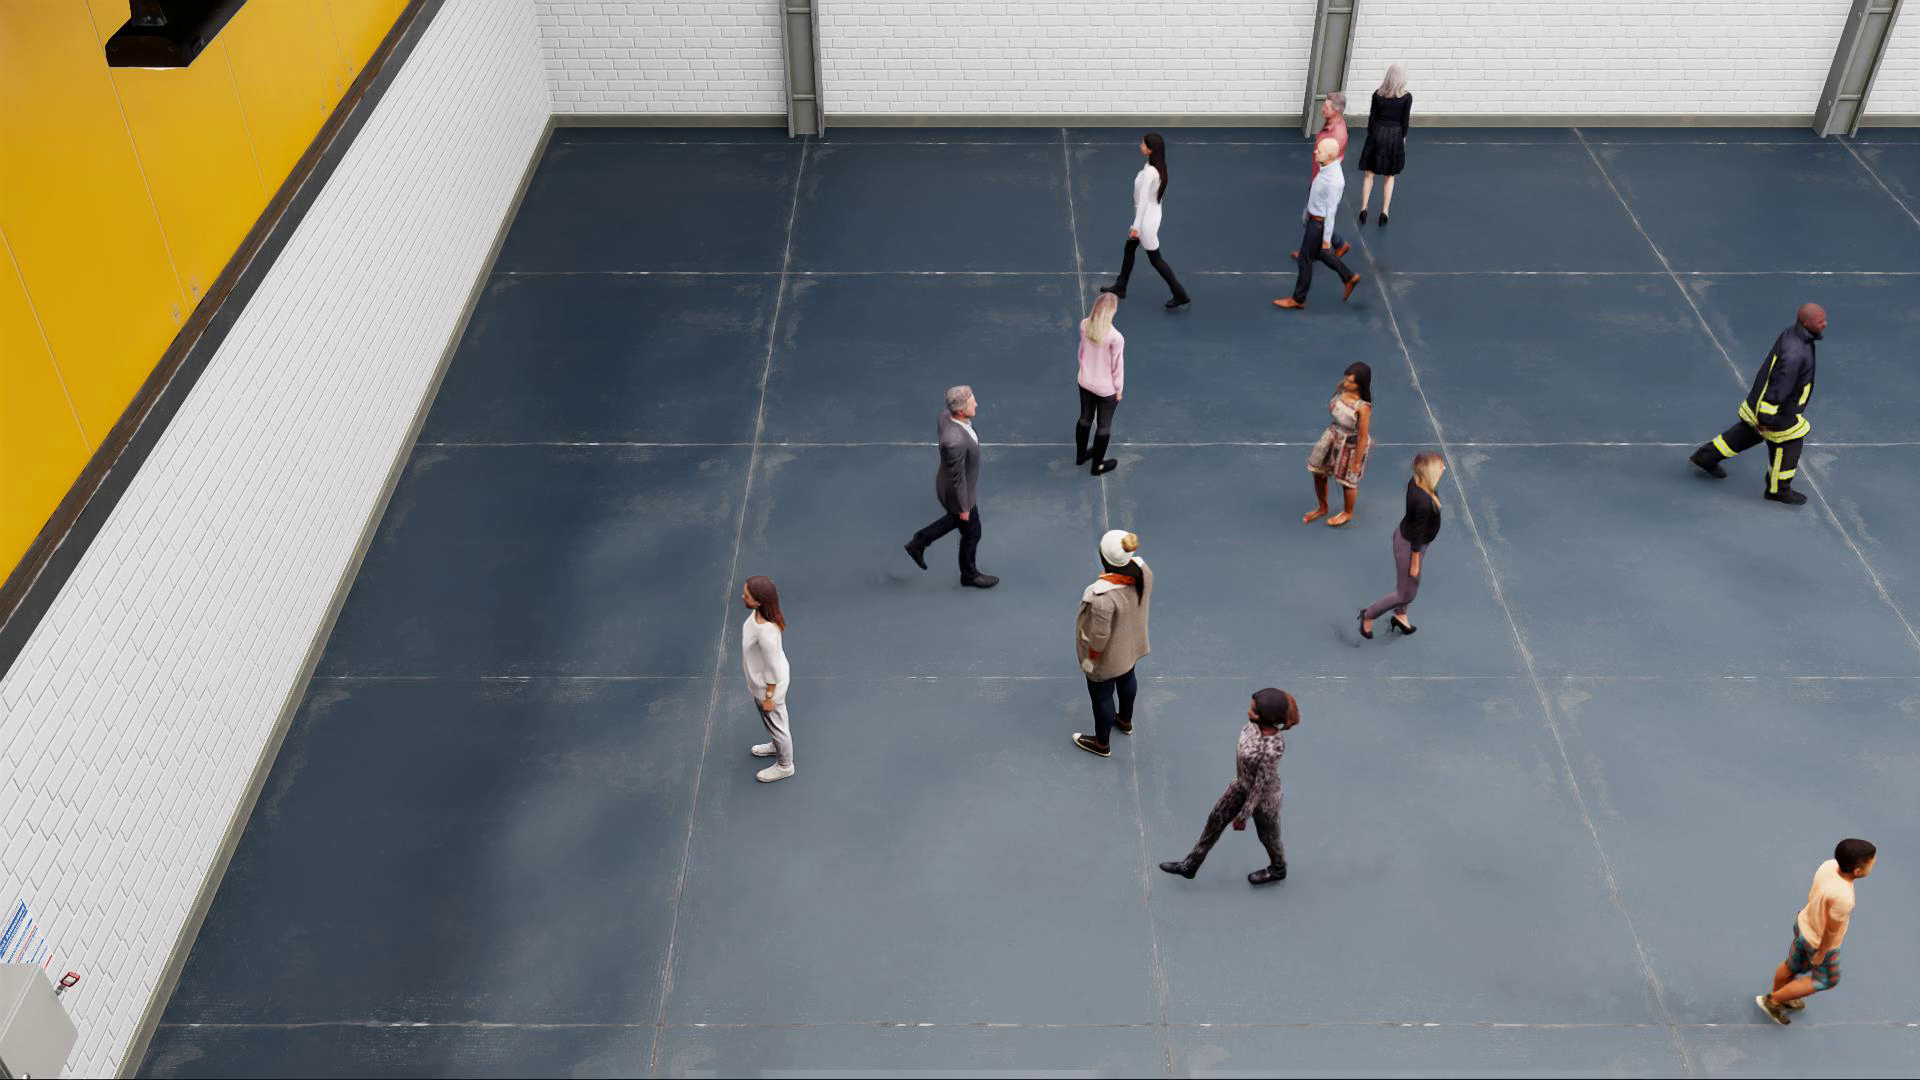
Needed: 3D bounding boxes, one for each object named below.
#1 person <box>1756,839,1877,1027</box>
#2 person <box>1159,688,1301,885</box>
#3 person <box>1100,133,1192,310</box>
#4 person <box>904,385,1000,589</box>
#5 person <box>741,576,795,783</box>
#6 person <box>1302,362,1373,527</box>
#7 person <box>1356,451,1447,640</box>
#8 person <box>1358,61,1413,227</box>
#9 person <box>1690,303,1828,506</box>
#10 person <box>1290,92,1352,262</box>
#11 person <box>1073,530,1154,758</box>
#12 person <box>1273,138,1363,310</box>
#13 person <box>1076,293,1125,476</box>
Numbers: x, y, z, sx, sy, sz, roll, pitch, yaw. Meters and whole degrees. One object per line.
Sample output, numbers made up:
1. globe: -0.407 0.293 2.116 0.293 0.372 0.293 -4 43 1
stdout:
1. person: 4.830 2.243 9.492 0.601 1.454 0.546 4 39 4
2. person: 1.907 1.558 10.169 1.073 1.680 0.667 -4 39 -5
3. person: 1.868 -2.978 15.776 1.225 1.771 0.877 12 40 15
4. person: -0.076 -0.382 12.485 0.979 1.820 0.765 -3 39 -4
5. person: -1.265 0.900 10.987 0.591 1.688 0.645 -7 39 -9
6. person: 3.089 -0.760 13.121 0.866 1.617 0.805 -15 41 -18
7. person: 3.194 0.074 12.045 0.733 1.657 0.672 5 39 6
8. person: 4.397 -4.094 17.198 0.613 1.742 0.745 13 40 15
9. person: 6.541 -1.155 13.479 1.292 1.788 1.034 15 41 17
10. person: 3.691 -3.550 16.454 0.865 1.819 0.775 6 39 7
11. person: 1.039 0.657 11.130 0.861 1.890 0.814 27 46 30
12. person: 3.496 -2.973 15.770 1.069 1.771 0.710 3 39 4
13. person: 1.134 -1.289 13.729 0.744 1.686 0.687 -31 48 -33
